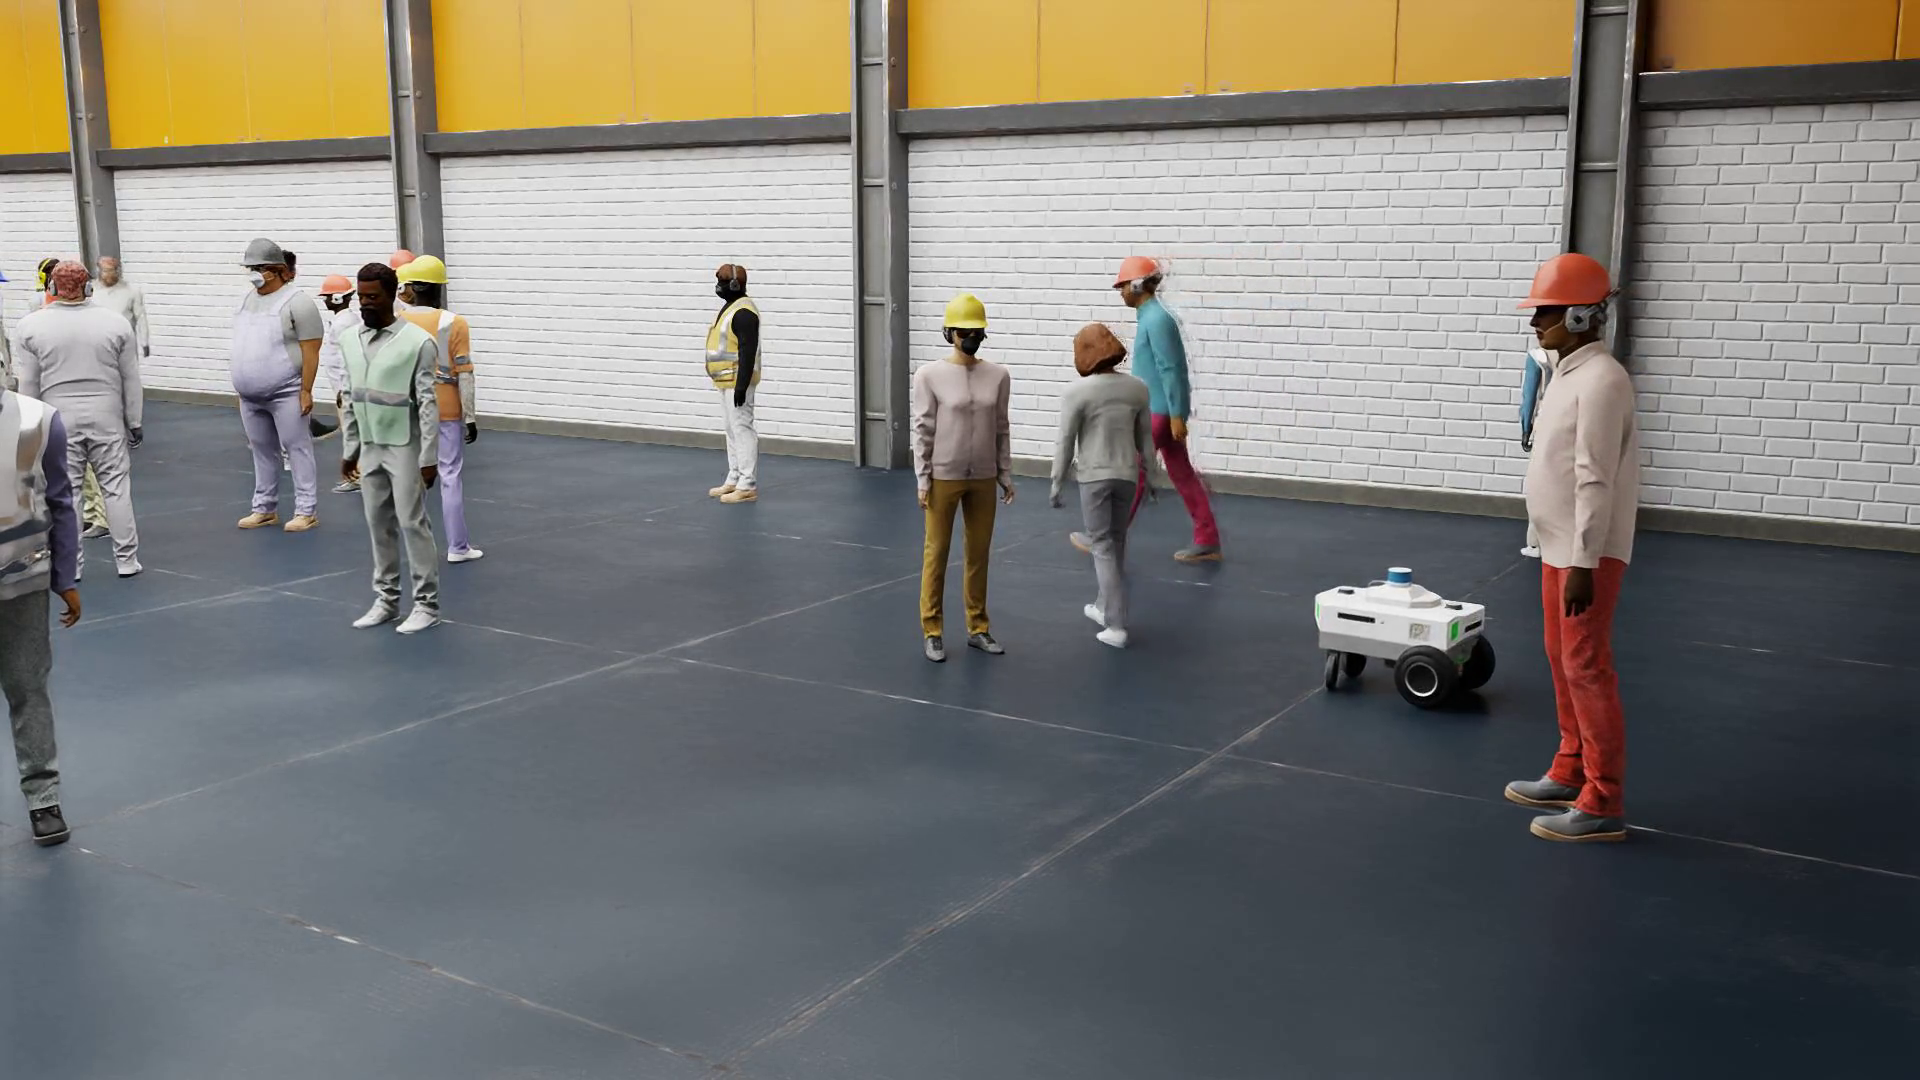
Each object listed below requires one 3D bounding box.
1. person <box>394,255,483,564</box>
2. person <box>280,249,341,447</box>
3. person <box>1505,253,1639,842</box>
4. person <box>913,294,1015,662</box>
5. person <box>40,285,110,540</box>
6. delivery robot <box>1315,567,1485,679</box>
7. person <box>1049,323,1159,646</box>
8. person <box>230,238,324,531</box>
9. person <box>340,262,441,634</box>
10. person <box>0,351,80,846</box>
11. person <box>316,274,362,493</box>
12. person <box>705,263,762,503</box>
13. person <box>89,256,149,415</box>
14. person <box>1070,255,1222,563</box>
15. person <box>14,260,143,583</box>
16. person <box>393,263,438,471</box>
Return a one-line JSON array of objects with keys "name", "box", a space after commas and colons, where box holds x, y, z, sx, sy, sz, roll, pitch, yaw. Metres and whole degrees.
[{"name": "person", "box": [-3.296, -0.803, 10.394, 0.588, 1.927, 0.370, 1, 10, 7]}, {"name": "person", "box": [-6.536, -1.872, 16.316, 0.963, 1.918, 0.616, -7, 13, -36]}, {"name": "person", "box": [2.076, 0.023, 5.695, 0.426, 1.981, 0.636, 1, 10, 6]}, {"name": "person", "box": [0.022, -0.299, 8.046, 0.524, 1.769, 0.314, -5, 11, -26]}, {"name": "person", "box": [-5.988, -0.879, 11.301, 0.340, 1.749, 0.564, -8, 13, -38]}, {"name": "delivery robot", "box": [1.963, 0.366, 7.459, 0.707, 0.478, 0.477, 8, 13, 39]}, {"name": "person", "box": [0.721, -0.297, 8.473, 0.569, 1.595, 0.737, -4, 11, -23]}, {"name": "person", "box": [-4.801, -1.074, 11.584, 0.683, 2.000, 0.537, 3, 11, 18]}, {"name": "person", "box": [-2.930, -0.473, 8.623, 0.594, 1.910, 0.384, 5, 11, 26]}, {"name": "person", "box": [-3.228, 0.130, 5.481, 0.587, 1.835, 0.404, -5, 12, -28]}, {"name": "person", "box": [-4.968, -1.261, 13.411, 0.336, 1.749, 0.575, -2, 10, -13]}, {"name": "person", "box": [-1.757, -1.214, 12.912, 0.429, 1.844, 0.627, -4, 11, -21]}, {"name": "person", "box": [-9.363, -2.219, 18.441, 0.640, 1.866, 0.957, -6, 12, -29]}, {"name": "person", "box": [1.197, -0.808, 10.426, 1.006, 1.915, 0.682, 1, 10, 8]}, {"name": "person", "box": [-5.209, -0.701, 9.886, 0.652, 1.906, 0.409, -6, 12, -30]}, {"name": "person", "box": [-4.741, -1.467, 14.365, 0.403, 1.824, 0.595, 4, 11, 22]}]
